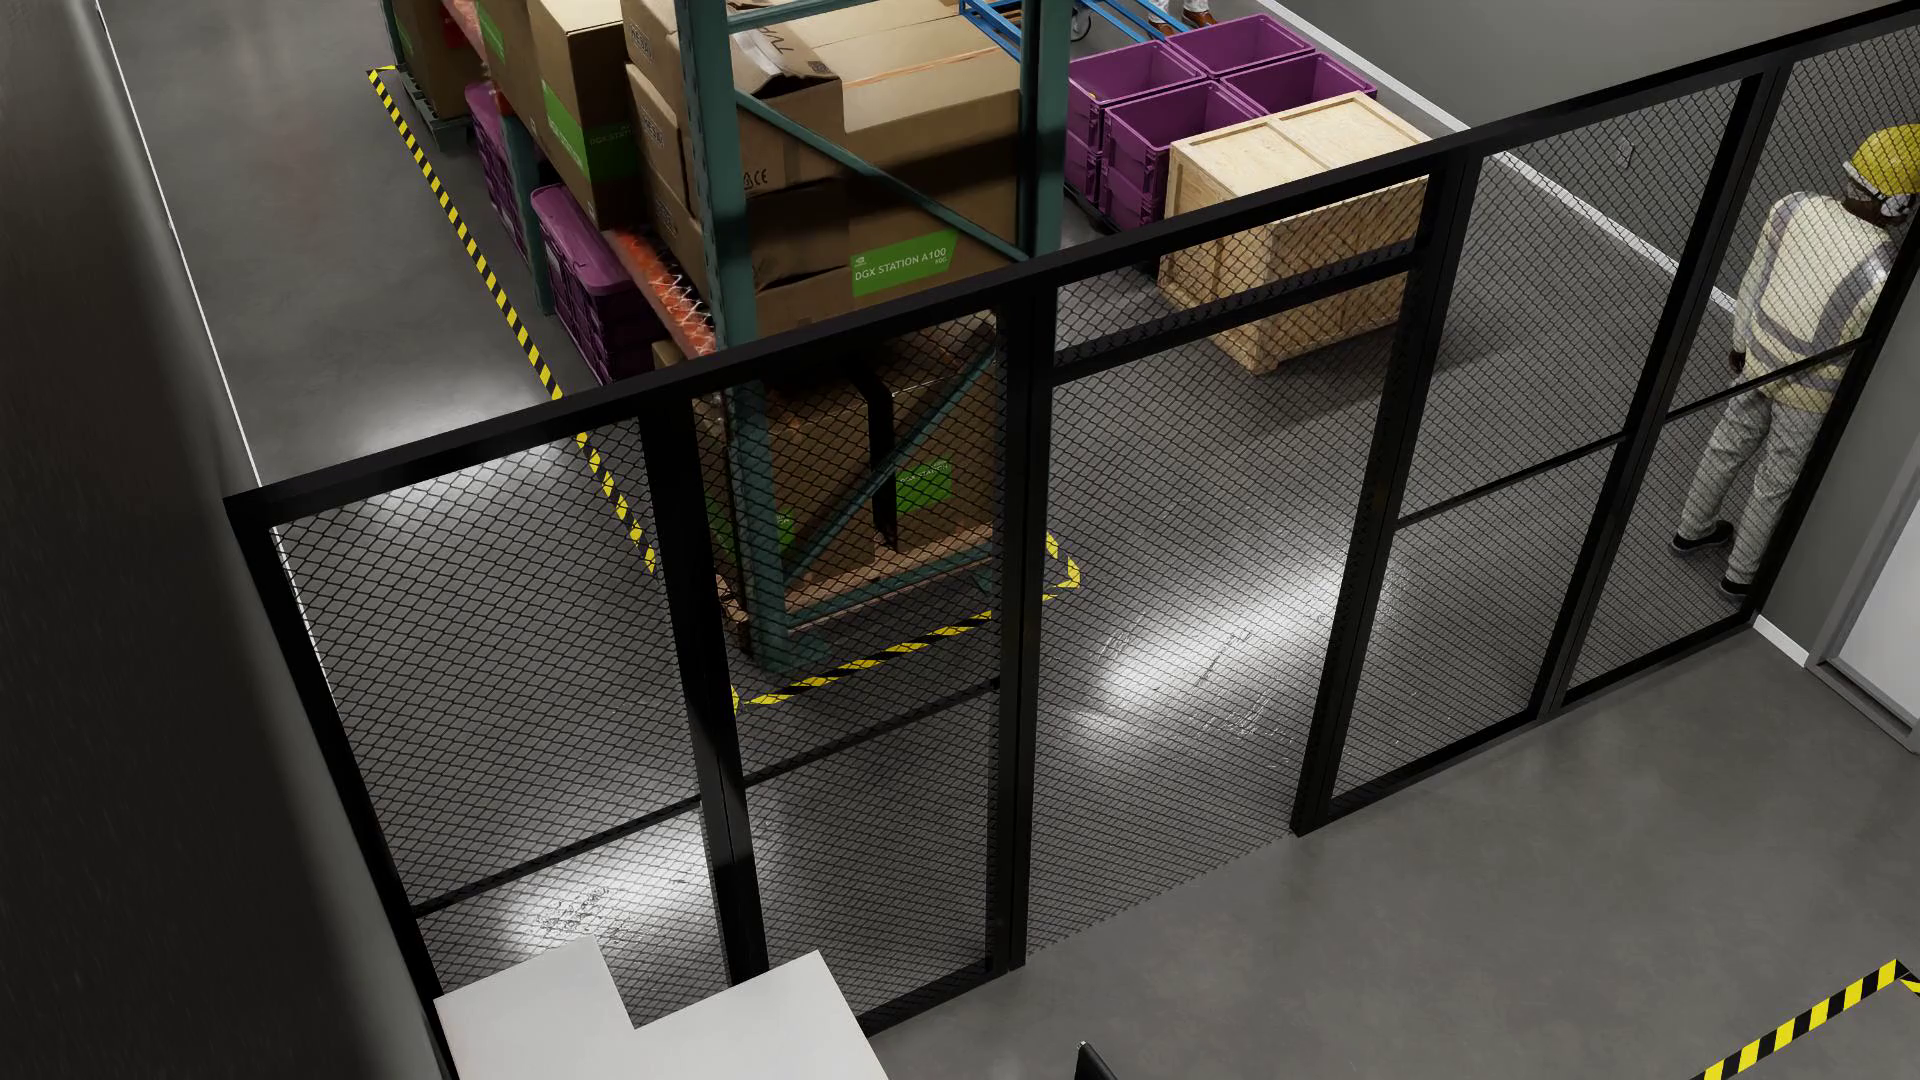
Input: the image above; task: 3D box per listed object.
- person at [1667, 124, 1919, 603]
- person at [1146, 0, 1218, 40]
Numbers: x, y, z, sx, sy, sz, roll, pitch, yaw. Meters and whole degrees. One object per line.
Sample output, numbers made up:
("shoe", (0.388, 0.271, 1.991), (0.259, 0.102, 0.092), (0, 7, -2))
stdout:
("person", (2.869, -0.575, 5.652), (0.404, 1.830, 0.602), (-14, 44, -15))
("person", (1.282, -3.622, 8.907), (0.635, 1.937, 0.353), (-22, 47, -22))
